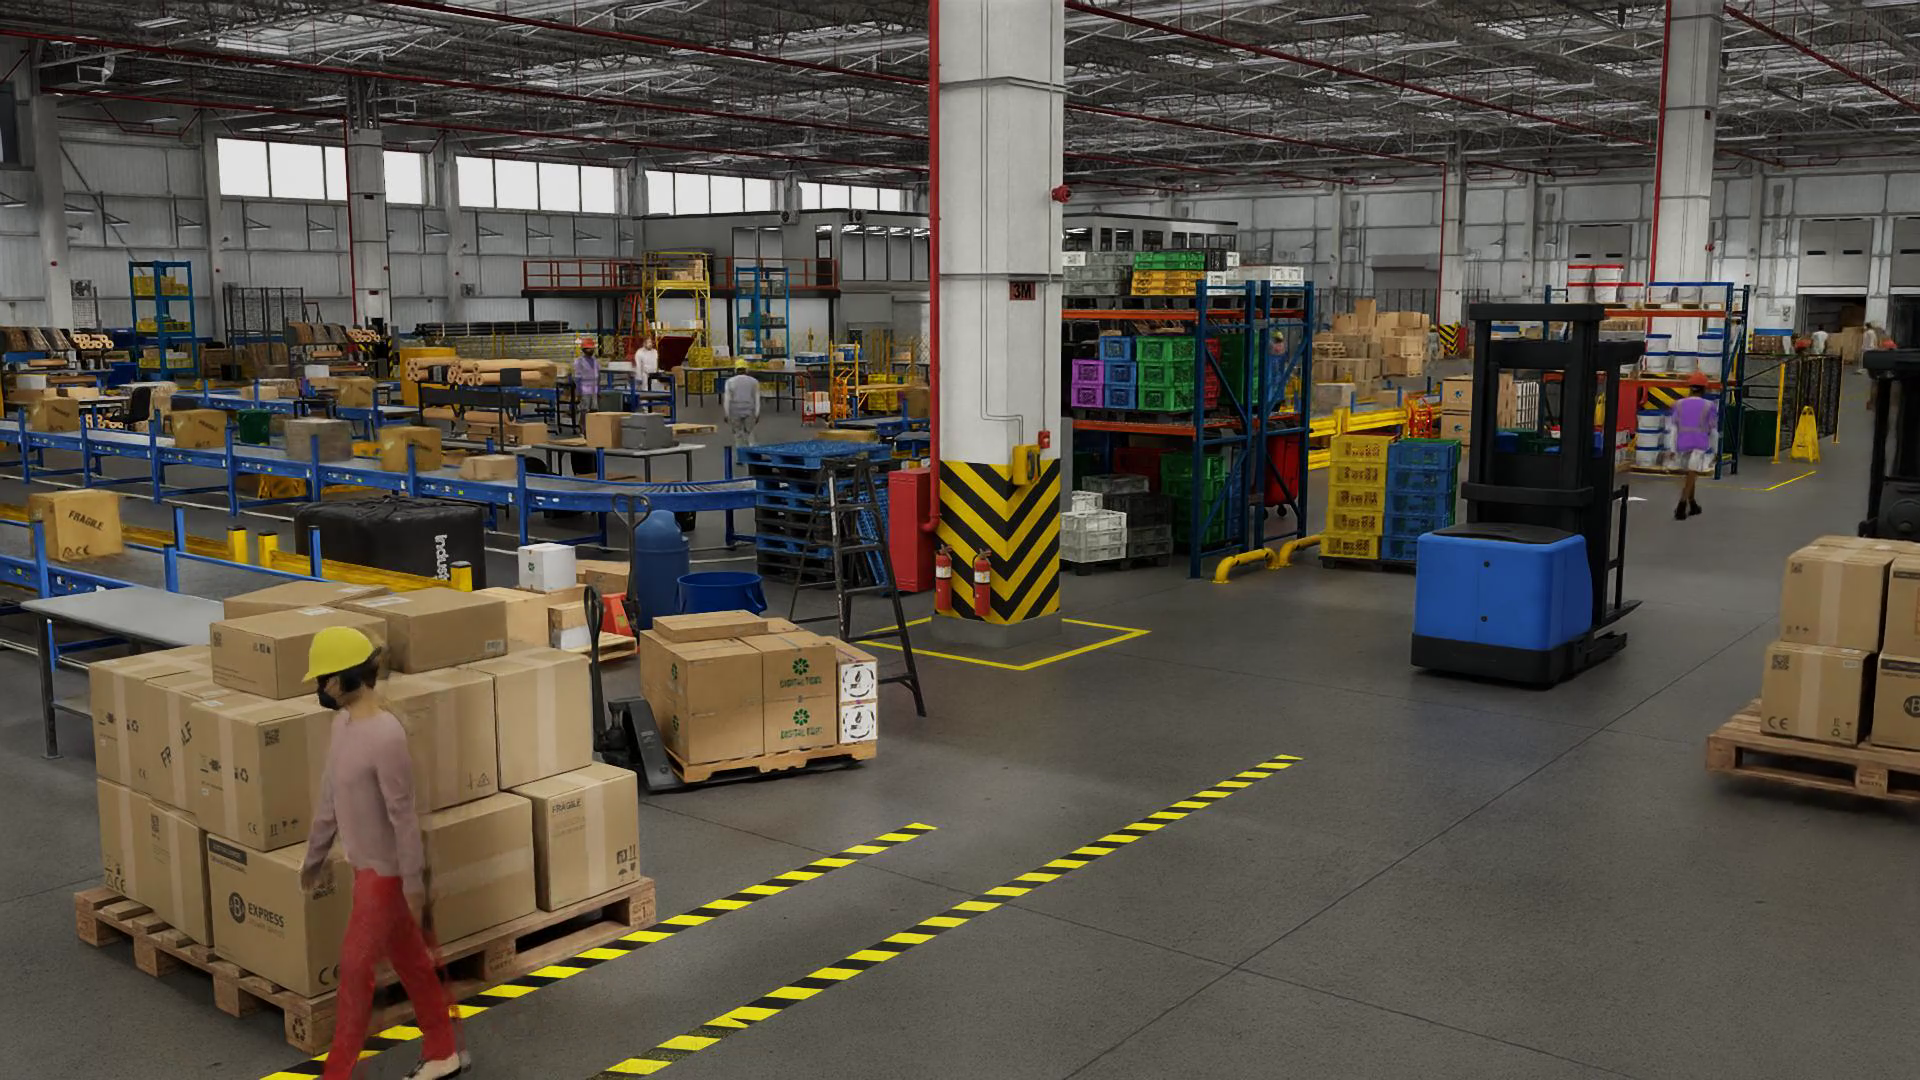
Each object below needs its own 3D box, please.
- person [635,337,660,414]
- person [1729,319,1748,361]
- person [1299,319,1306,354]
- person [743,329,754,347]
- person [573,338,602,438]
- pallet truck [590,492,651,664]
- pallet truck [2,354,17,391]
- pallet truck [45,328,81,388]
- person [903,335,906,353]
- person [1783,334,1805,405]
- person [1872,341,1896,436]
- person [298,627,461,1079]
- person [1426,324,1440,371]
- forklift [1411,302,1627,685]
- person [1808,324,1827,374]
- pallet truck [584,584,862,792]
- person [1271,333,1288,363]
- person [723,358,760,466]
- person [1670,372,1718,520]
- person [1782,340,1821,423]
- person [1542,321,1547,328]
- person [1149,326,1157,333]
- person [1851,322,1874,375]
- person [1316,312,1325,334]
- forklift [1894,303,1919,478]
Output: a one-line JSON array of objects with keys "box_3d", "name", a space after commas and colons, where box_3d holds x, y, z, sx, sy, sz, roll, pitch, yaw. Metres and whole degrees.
[{"box_3d": [-7.223, -3.801, 38.846, 0.656, 1.884, 0.676, 8, 12, 43], "name": "person"}, {"box_3d": [33.289, -8.527, 70.993, 0.917, 1.799, 0.655, 0, 8, -1], "name": "person"}, {"box_3d": [15.985, -9.534, 77.365, 0.374, 1.928, 0.542, -6, 11, -37], "name": "person"}, {"box_3d": [-8.160, -7.453, 63.726, 0.507, 1.805, 0.887, -7, 11, -41], "name": "person"}, {"box_3d": [-7.102, -2.843, 31.873, 0.378, 2.044, 0.607, 5, 10, 32], "name": "person"}, {"box_3d": [-3.115, 0.344, 12.883, 0.653, 1.274, 1.630, 7, 11, 37], "name": "pallet truck"}, {"box_3d": [-24.881, -4.417, 42.634, 1.885, 1.965, 0.823, 8, 11, 41], "name": "pallet truck"}, {"box_3d": [-23.775, -4.544, 43.495, 1.885, 1.965, 0.823, 6, 10, 35], "name": "pallet truck"}, {"box_3d": [-2.560, -9.049, 74.285, 0.670, 1.855, 0.975, 3, 9, 19], "name": "person"}, {"box_3d": [21.639, -4.419, 43.114, 0.333, 1.866, 0.534, -3, 9, -19], "name": "person"}, {"box_3d": [18.782, -3.069, 33.750, 0.361, 1.938, 0.545, 5, 10, 29], "name": "person"}, {"box_3d": [-2.161, 1.172, 5.860, 0.823, 1.722, 0.539, -6, 10, -36], "name": "person"}, {"box_3d": [17.596, -7.144, 61.876, 0.492, 1.742, 0.321, 0, 8, 2], "name": "person"}, {"box_3d": [4.379, -0.438, 12.852, 1.129, 2.768, 1.873, 7, 11, 37], "name": "forklift"}, {"box_3d": [30.556, -6.783, 59.192, 0.535, 1.830, 0.962, 0, 8, -3], "name": "person"}, {"box_3d": [-1.426, 0.805, 10.019, 1.601, 1.201, 0.680, -4, 9, -26], "name": "pallet truck"}, {"box_3d": [9.570, -5.358, 49.926, 0.530, 1.717, 0.922, -8, 12, -43], "name": "person"}, {"box_3d": [-3.672, -2.136, 27.871, 0.601, 1.817, 0.462, -3, 9, -20], "name": "person"}, {"box_3d": [9.435, -1.214, 21.414, 0.560, 1.897, 0.984, 8, 12, 43], "name": "person"}, {"box_3d": [18.479, -3.453, 36.532, 1.016, 1.895, 0.547, 8, 12, 43], "name": "person"}, {"box_3d": [24.343, -8.258, 69.104, 0.431, 1.835, 0.624, -2, 9, -11], "name": "person"}, {"box_3d": [6.135, -5.913, 53.168, 0.989, 1.866, 0.599, 3, 9, 19], "name": "person"}, {"box_3d": [32.103, -6.746, 58.679, 0.974, 1.908, 0.624, 2, 9, 16], "name": "person"}, {"box_3d": [18.474, -10.738, 85.481, 0.610, 1.926, 0.622, 7, 11, 38], "name": "person"}, {"box_3d": [6.921, -0.227, 11.431, 1.129, 2.768, 1.873, 6, 11, 37], "name": "forklift"}]
